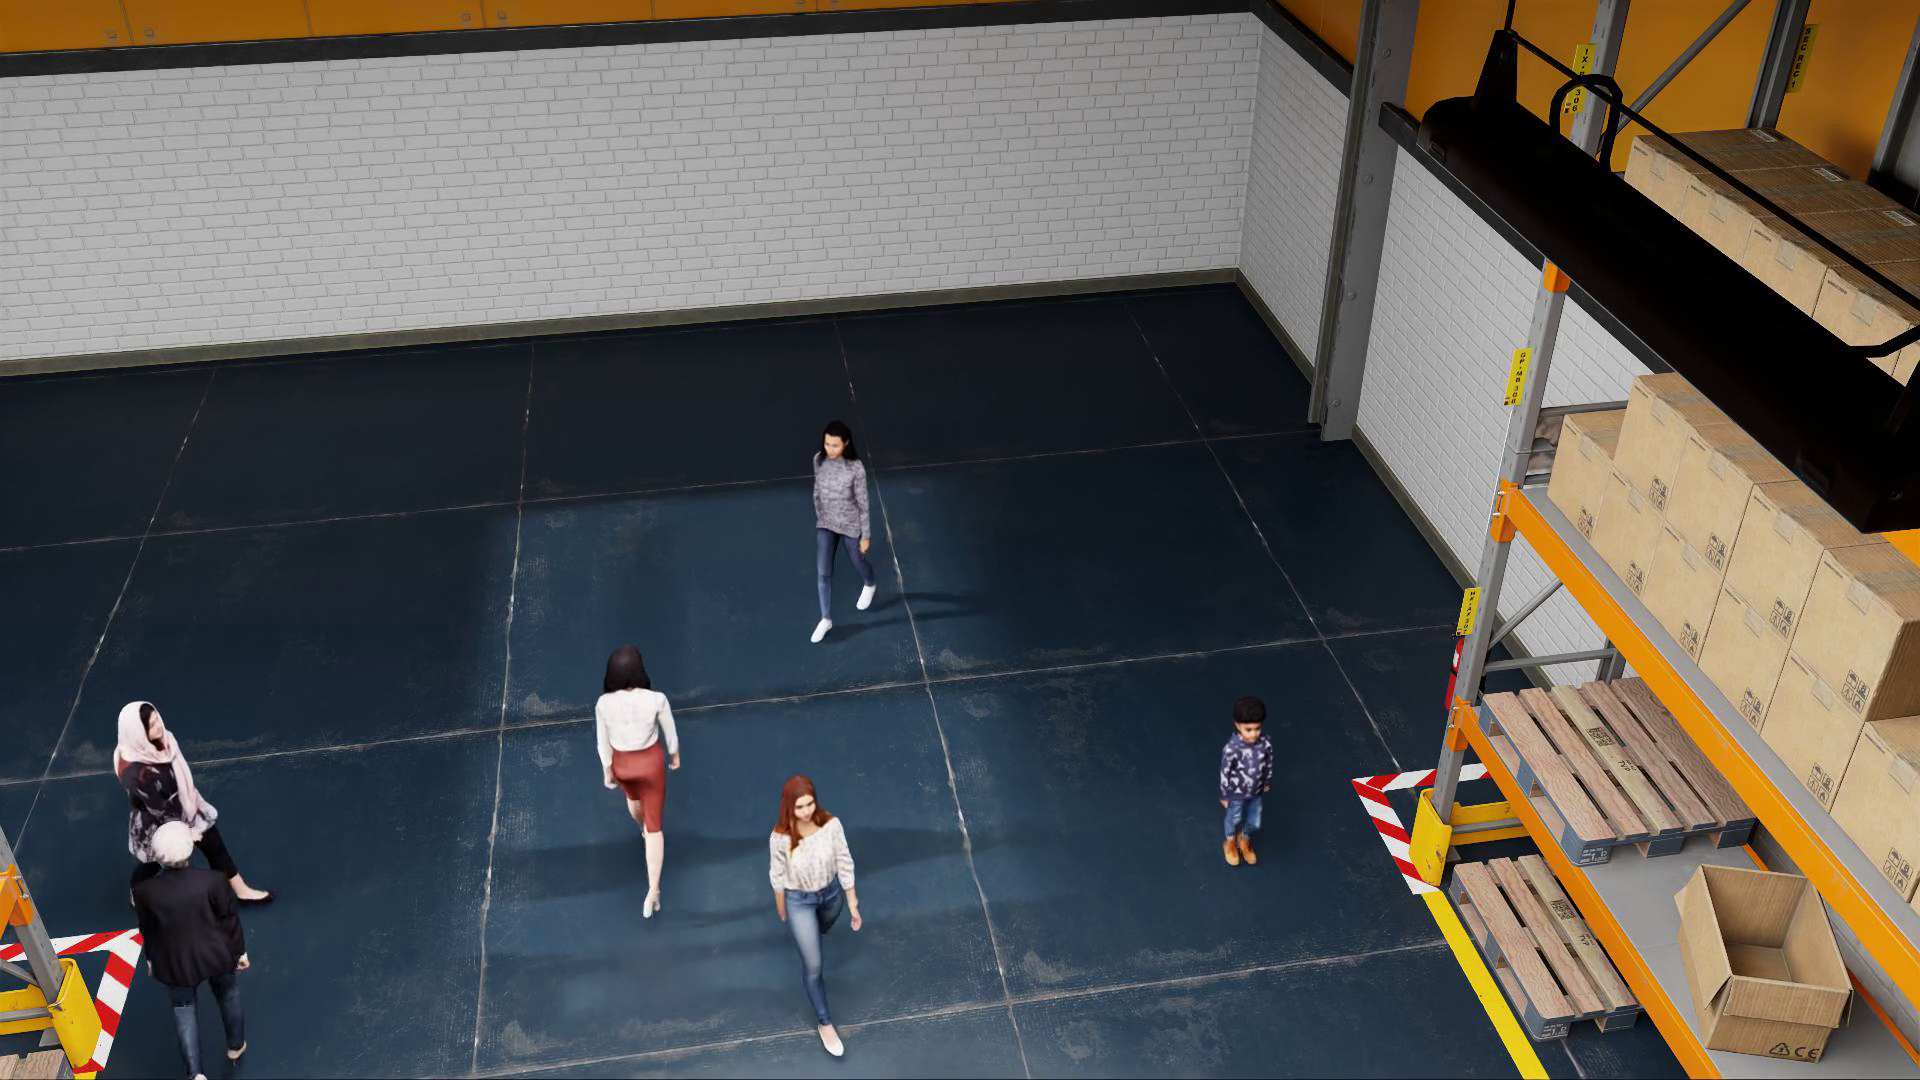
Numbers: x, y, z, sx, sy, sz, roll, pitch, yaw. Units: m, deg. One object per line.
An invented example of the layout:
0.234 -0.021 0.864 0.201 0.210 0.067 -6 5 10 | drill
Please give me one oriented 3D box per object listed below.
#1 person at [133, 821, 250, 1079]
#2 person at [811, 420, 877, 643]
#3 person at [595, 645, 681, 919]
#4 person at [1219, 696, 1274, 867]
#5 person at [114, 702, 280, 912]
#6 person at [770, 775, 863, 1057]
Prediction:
-3.988 2.216 8.563 0.828 1.764 0.953 -11 35 -16 | person
-0.823 -0.137 12.218 0.970 1.708 1.100 14 36 20 | person
-1.895 1.443 9.842 0.655 1.707 1.114 -3 34 -4 | person
1.734 1.459 10.240 0.507 1.239 0.494 -7 34 -11 | person
-4.703 1.634 9.662 0.802 1.587 1.071 -1 34 -1 | person
-0.825 1.911 9.149 0.750 1.695 1.181 -13 36 -18 | person
